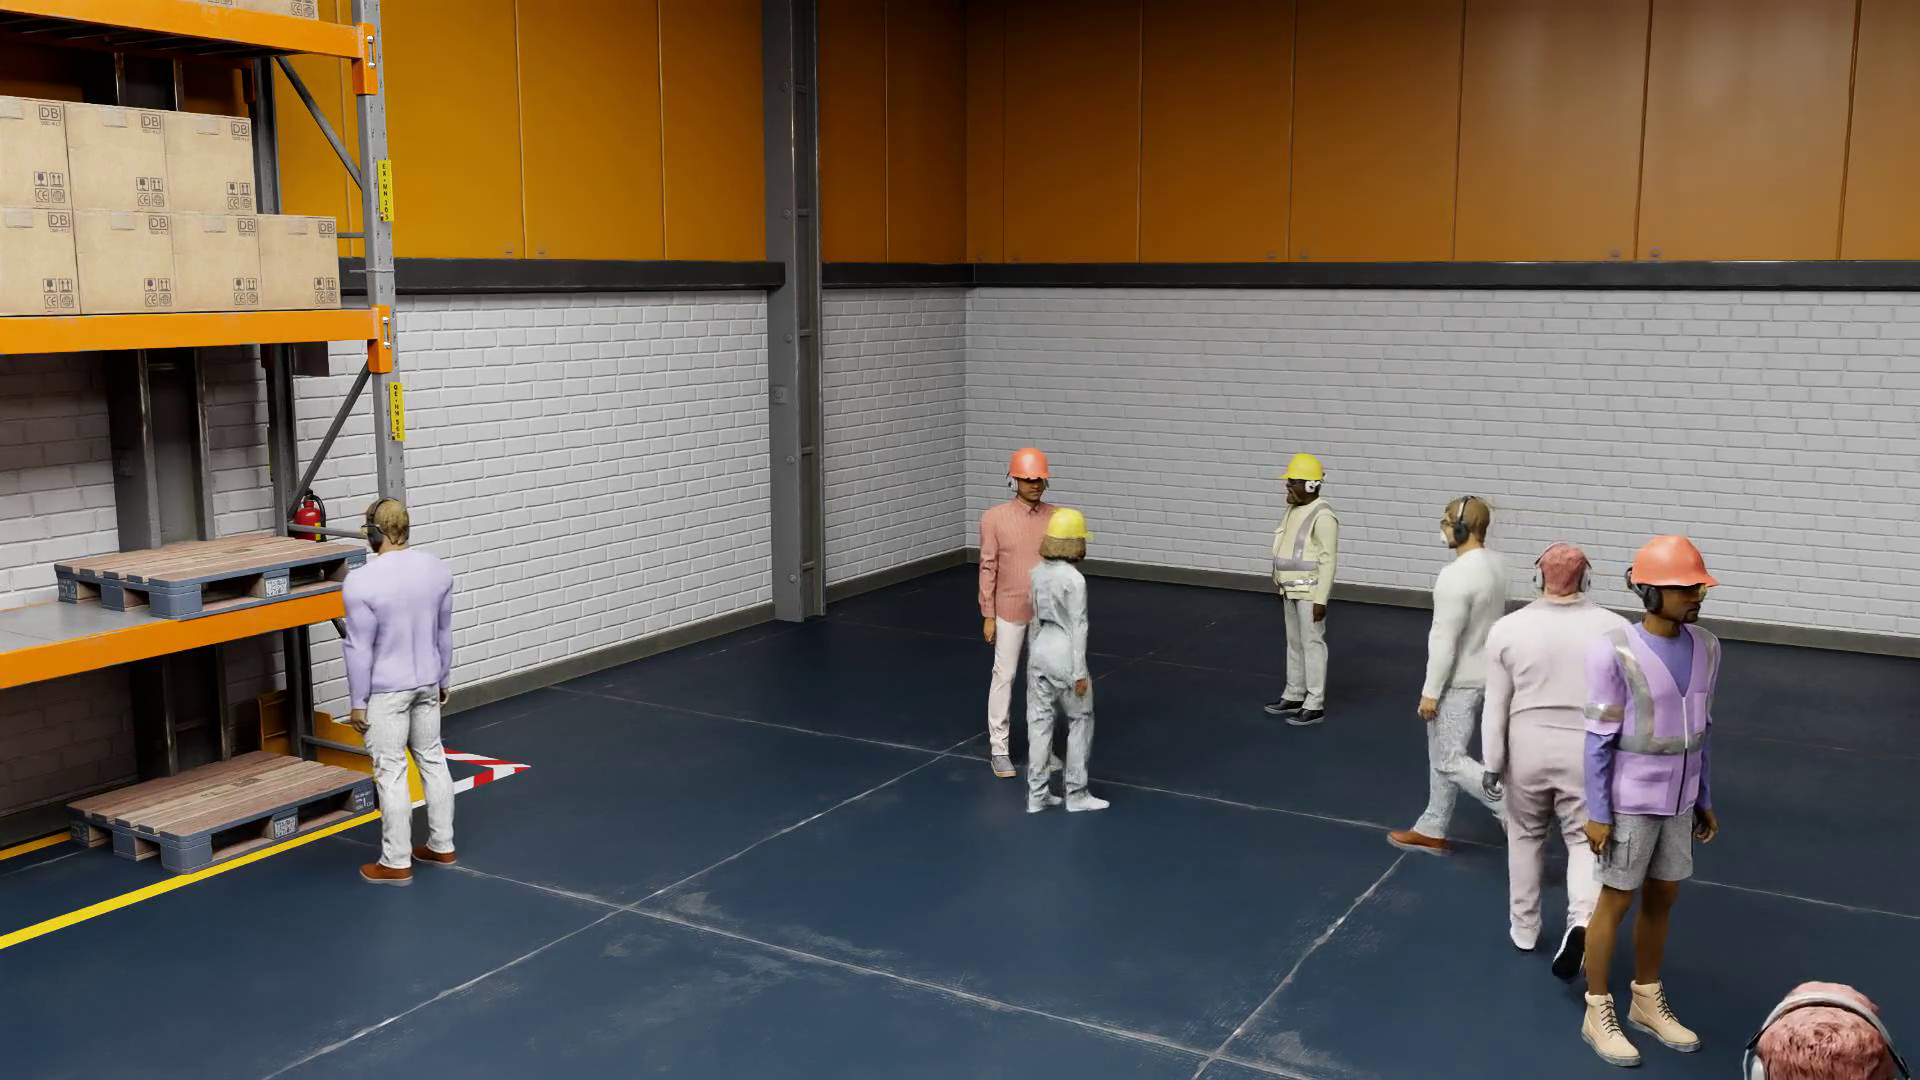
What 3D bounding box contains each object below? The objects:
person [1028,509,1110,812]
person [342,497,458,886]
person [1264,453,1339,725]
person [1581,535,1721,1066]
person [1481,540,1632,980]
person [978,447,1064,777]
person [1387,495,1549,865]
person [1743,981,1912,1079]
[{"bbox_3d":[0.603,0.682,9.355,0.512,1.726,0.545,-6,11,-34],"label":"person"},{"bbox_3d":[-2.791,0.745,8.317,0.357,1.931,0.629,6,11,32],"label":"person"},{"bbox_3d":[2.310,0.327,11.223,0.404,1.835,0.589,-2,9,-13],"label":"person"},{"bbox_3d":[2.674,0.991,6.415,0.613,2.048,0.362,-4,10,-22],"label":"person"},{"bbox_3d":[2.575,0.952,7.168,0.643,1.884,0.752,3,10,18],"label":"person"},{"bbox_3d":[0.400,0.430,10.082,0.609,1.995,0.376,-4,10,-25],"label":"person"},{"bbox_3d":[2.606,0.729,8.445,0.796,1.920,0.634,6,11,33],"label":"person"},{"bbox_3d":[1.376,1.659,2.740,0.644,1.901,0.395,8,12,39],"label":"person"}]
